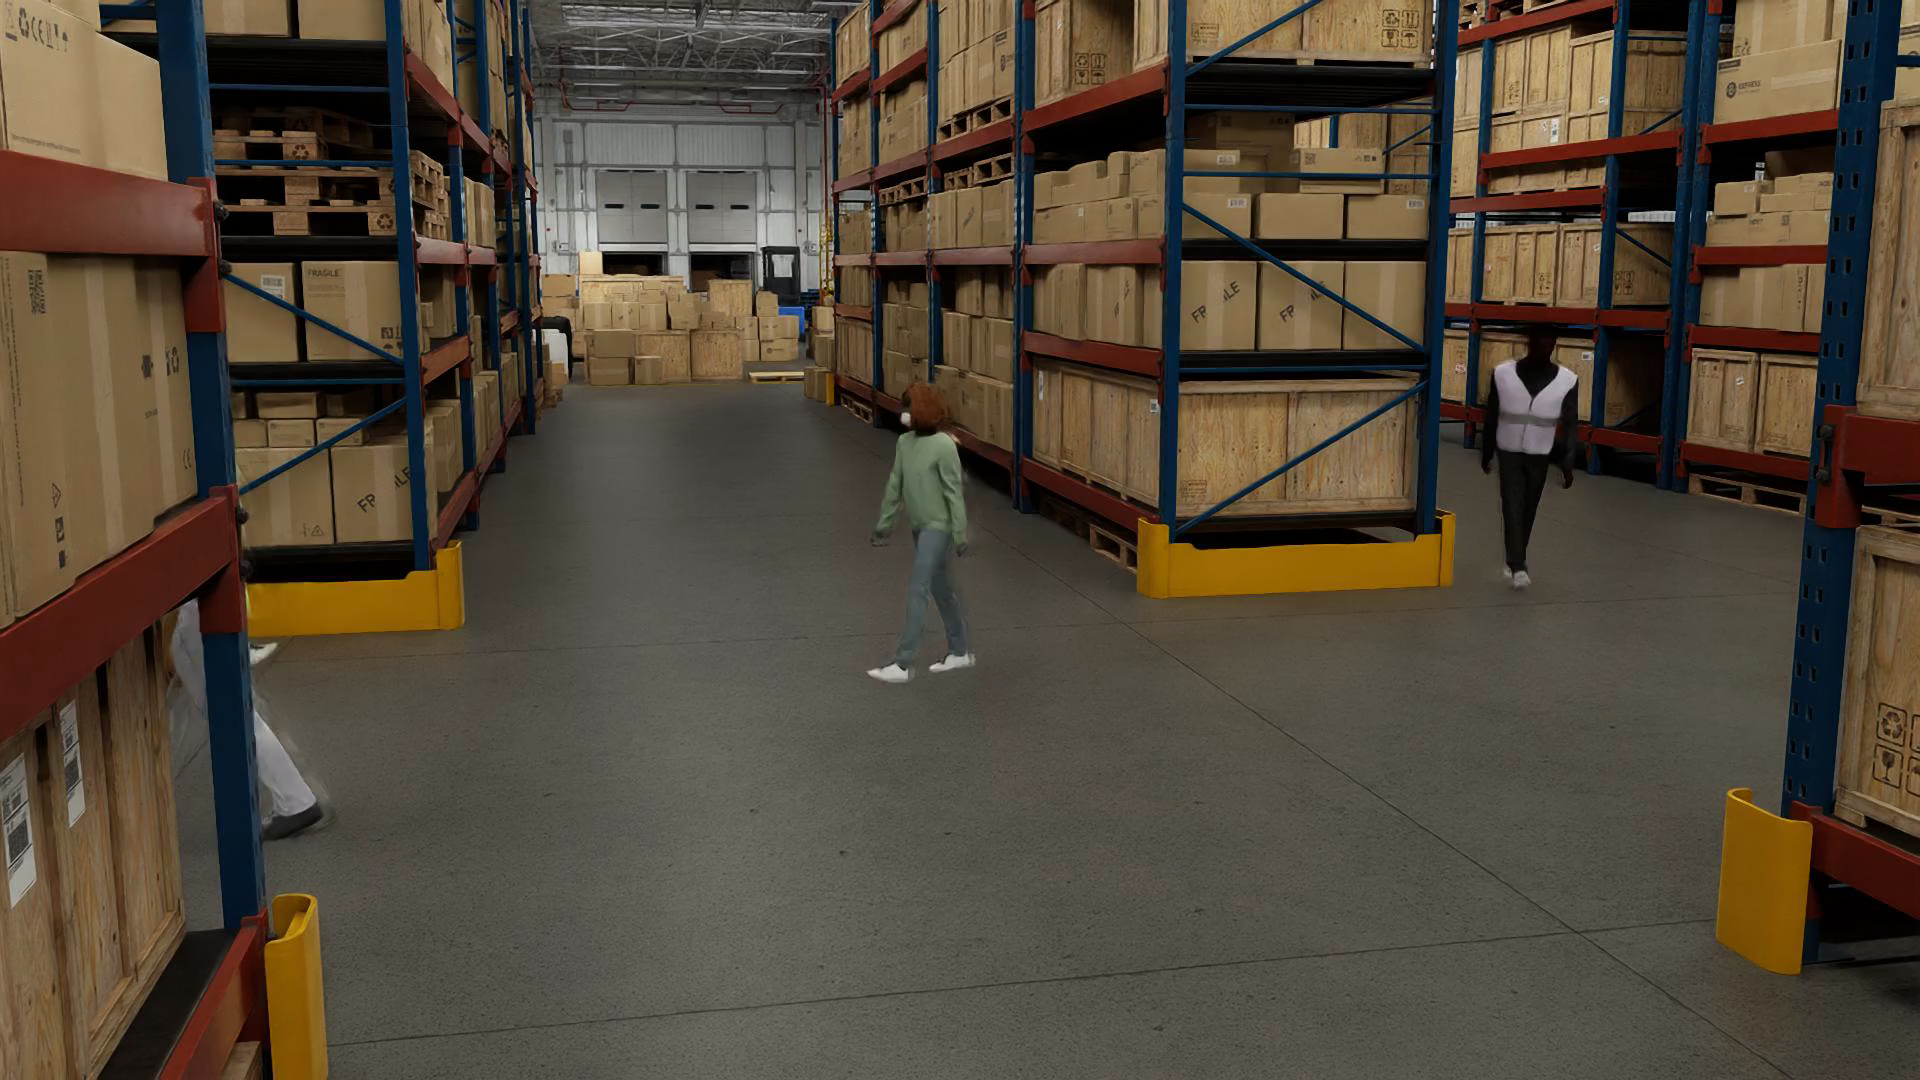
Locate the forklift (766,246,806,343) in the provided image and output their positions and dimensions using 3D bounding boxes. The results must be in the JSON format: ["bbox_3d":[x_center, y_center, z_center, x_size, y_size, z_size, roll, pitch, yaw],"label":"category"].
[{"bbox_3d":[-5.128,-7.135,48.316,1.129,2.768,1.873,-2,10,-12],"label":"forklift"}]

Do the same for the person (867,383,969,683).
[{"bbox_3d":[-0.245,-0.035,8.933,0.801,1.602,0.513,-5,11,-30],"label":"person"}]

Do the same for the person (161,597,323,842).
[{"bbox_3d":[-2.934,0.311,6.240,0.989,1.804,0.578,-5,11,-29],"label":"person"}]

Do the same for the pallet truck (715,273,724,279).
[{"bbox_3d":[-8.580,-8.986,62.280,1.885,1.965,0.823,1,9,5],"label":"pallet truck"}]

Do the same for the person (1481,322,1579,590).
[{"bbox_3d":[3.946,-0.579,11.526,0.599,1.837,1.039,2,10,13],"label":"person"}]

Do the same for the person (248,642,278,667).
[{"bbox_3d":[-4.184,-0.049,9.043,0.859,1.577,0.504,-1,9,-8],"label":"person"}]
